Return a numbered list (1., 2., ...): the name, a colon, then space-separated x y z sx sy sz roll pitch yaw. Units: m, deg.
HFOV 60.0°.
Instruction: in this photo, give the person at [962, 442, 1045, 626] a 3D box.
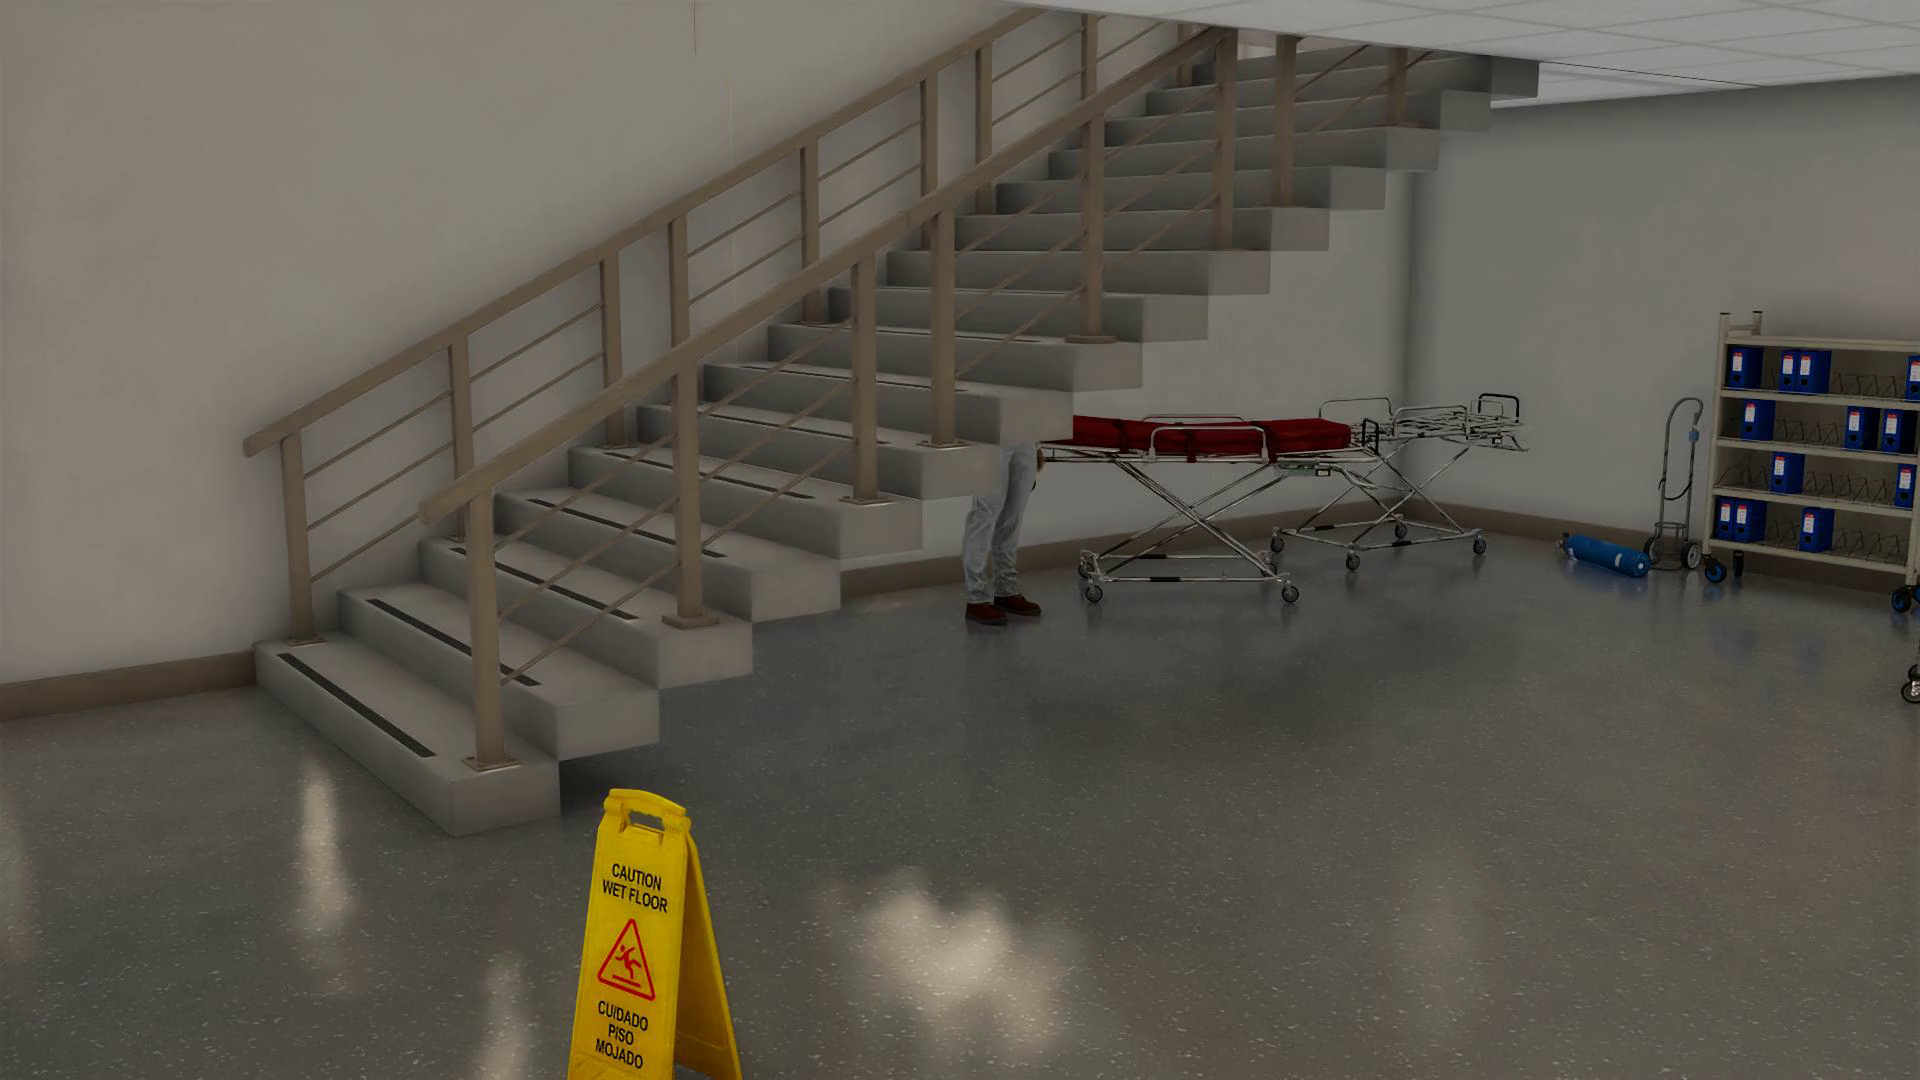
1. person: 0.236 -0.515 9.103 0.353 1.936 0.633 8 13 40
